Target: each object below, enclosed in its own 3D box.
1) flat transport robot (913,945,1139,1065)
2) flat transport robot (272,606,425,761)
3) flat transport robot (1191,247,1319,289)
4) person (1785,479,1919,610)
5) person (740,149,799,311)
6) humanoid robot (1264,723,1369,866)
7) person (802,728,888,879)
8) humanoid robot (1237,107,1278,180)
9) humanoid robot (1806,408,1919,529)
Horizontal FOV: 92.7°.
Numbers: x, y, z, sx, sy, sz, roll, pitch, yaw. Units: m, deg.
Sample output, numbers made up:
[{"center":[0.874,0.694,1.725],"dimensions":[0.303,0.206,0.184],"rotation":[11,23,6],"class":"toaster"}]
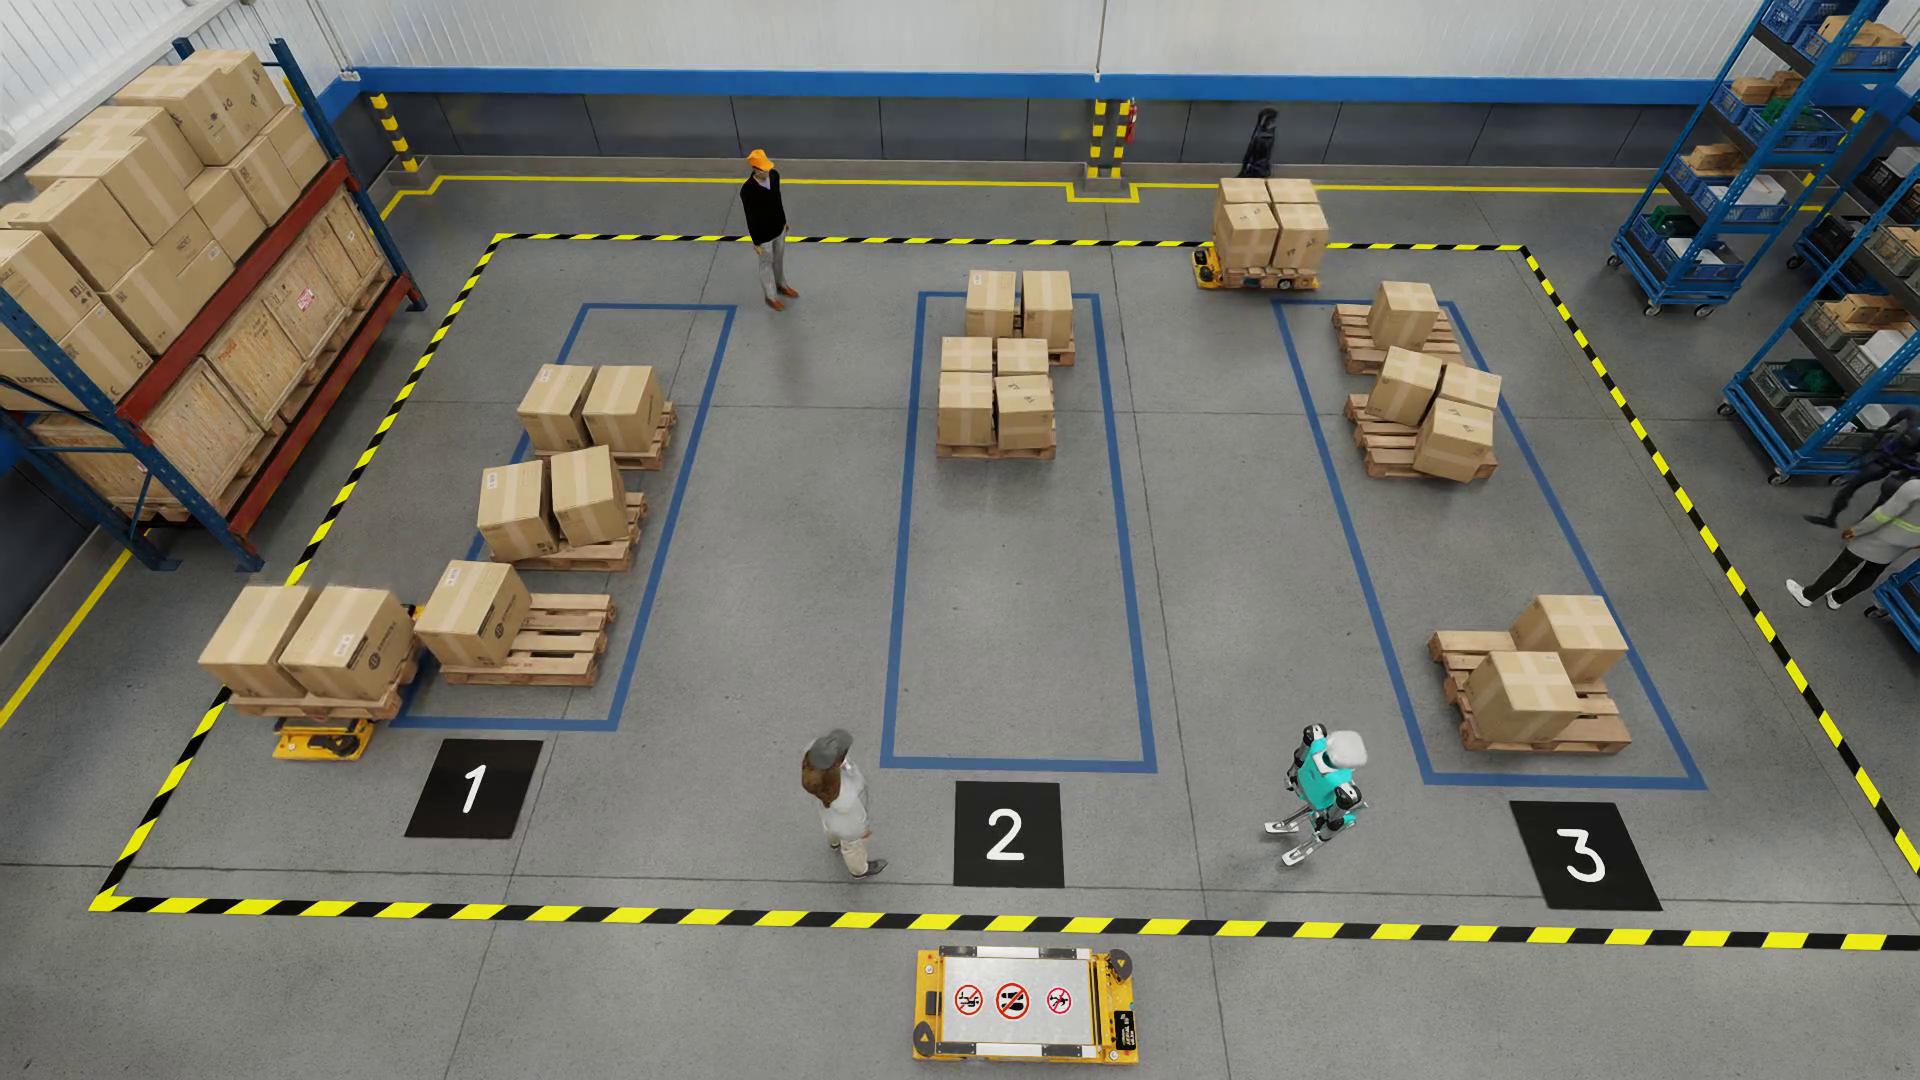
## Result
[{"center":[0.422,3.041,6.007],"dimensions":[1.431,0.231,0.659],"rotation":[1,51,1],"class":"flat transport robot"},{"center":[-5.021,1.116,7.558],"dimensions":[0.652,0.197,1.431],"rotation":[1,51,1],"class":"flat transport robot"},{"center":[3.603,-3.351,11.200],"dimensions":[1.431,0.197,0.652],"rotation":[1,51,1],"class":"flat transport robot"},{"center":[7.642,-0.071,7.524],"dimensions":[0.587,1.850,0.388],"rotation":[8,51,7],"class":"person"},{"center":[-2.126,-3.472,10.274],"dimensions":[0.382,1.882,0.589],"rotation":[24,55,18],"class":"person"},{"center":[2.500,1.686,6.078],"dimensions":[0.735,1.676,0.533],"rotation":[-11,52,-9],"class":"humanoid robot"},{"center":[-0.792,1.769,6.074],"dimensions":[0.396,1.769,0.565],"rotation":[-30,57,-22],"class":"person"},{"center":[3.683,-4.507,11.294],"dimensions":[0.783,1.650,0.612],"rotation":[-7,51,-6],"class":"humanoid robot"},{"center":[8.243,-0.620,8.083],"dimensions":[0.458,1.634,0.613],"rotation":[-12,52,-10],"class":"humanoid robot"}]
